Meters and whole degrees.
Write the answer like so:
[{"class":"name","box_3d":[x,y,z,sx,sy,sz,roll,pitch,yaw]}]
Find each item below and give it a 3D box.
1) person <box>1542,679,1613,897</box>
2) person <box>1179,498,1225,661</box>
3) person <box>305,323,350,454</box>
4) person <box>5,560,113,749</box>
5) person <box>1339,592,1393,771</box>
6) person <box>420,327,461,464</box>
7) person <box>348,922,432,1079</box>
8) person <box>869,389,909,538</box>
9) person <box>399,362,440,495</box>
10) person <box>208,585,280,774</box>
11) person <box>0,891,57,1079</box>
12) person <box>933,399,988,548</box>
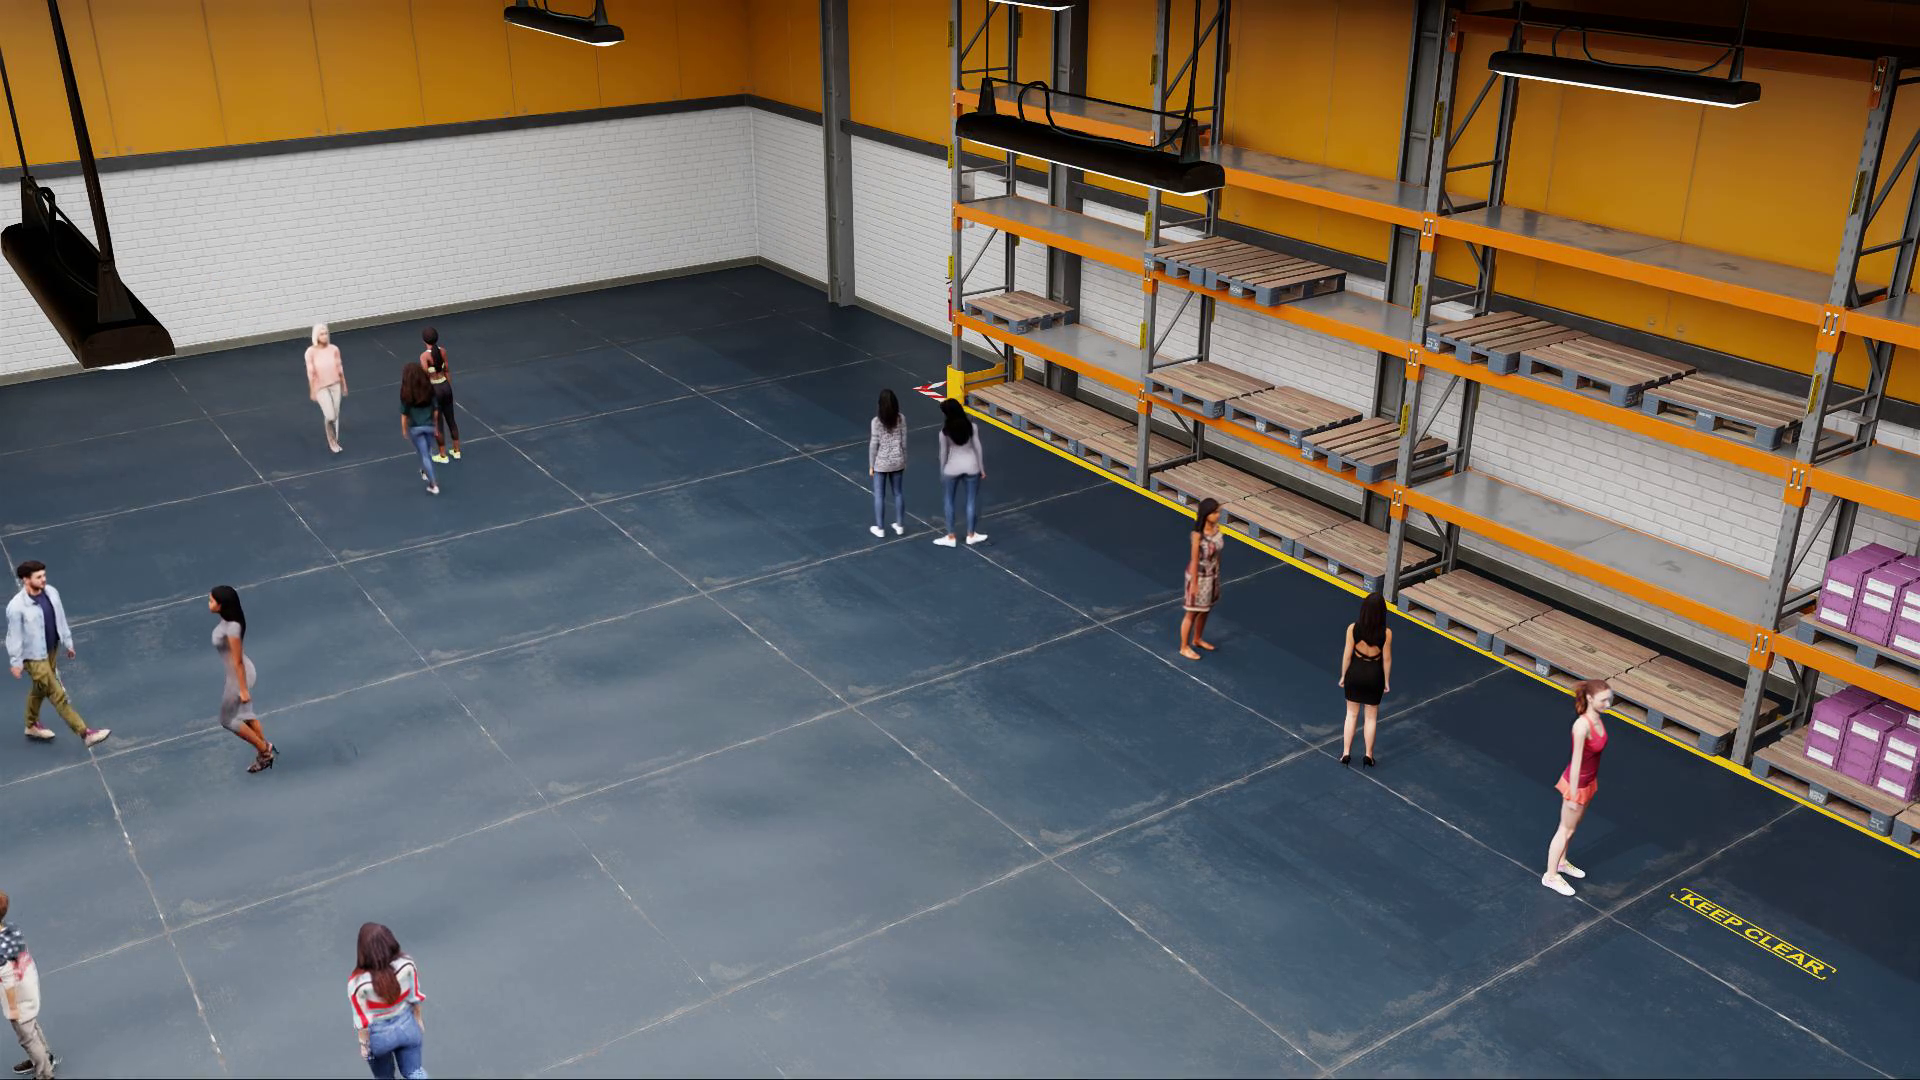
[{"class":"person","box_3d":[4.709,1.842,12.632,0.613,1.750,0.628,15,28,31]},{"class":"person","box_3d":[2.359,0.354,16.171,0.620,1.642,0.705,19,30,37]},{"class":"person","box_3d":[-8.178,-1.972,21.398,0.667,1.715,0.665,21,31,39]},{"class":"person","box_3d":[-8.093,1.013,14.517,1.255,1.758,1.183,5,24,12]},{"class":"person","box_3d":[3.458,1.205,14.214,0.612,1.648,0.704,7,25,16]},{"class":"person","box_3d":[-6.591,-1.844,21.058,0.598,1.754,0.618,17,29,34]},{"class":"person","box_3d":[-3.421,3.031,10.100,0.644,1.598,0.929,-19,30,-37]},{"class":"person","box_3d":[-0.811,-0.878,18.876,0.646,1.731,0.578,-11,26,-24]},{"class":"person","box_3d":[-6.474,-1.325,20.077,0.601,1.590,0.913,-16,28,-33]},{"class":"person","box_3d":[-5.997,1.195,14.086,0.726,1.769,0.621,-10,26,-22]},{"class":"person","box_3d":[-6.020,2.867,10.681,0.655,1.435,0.543,-10,25,-21]},{"class":"person","box_3d":[0.068,-0.755,18.611,0.865,1.719,0.810,3,24,7]}]
